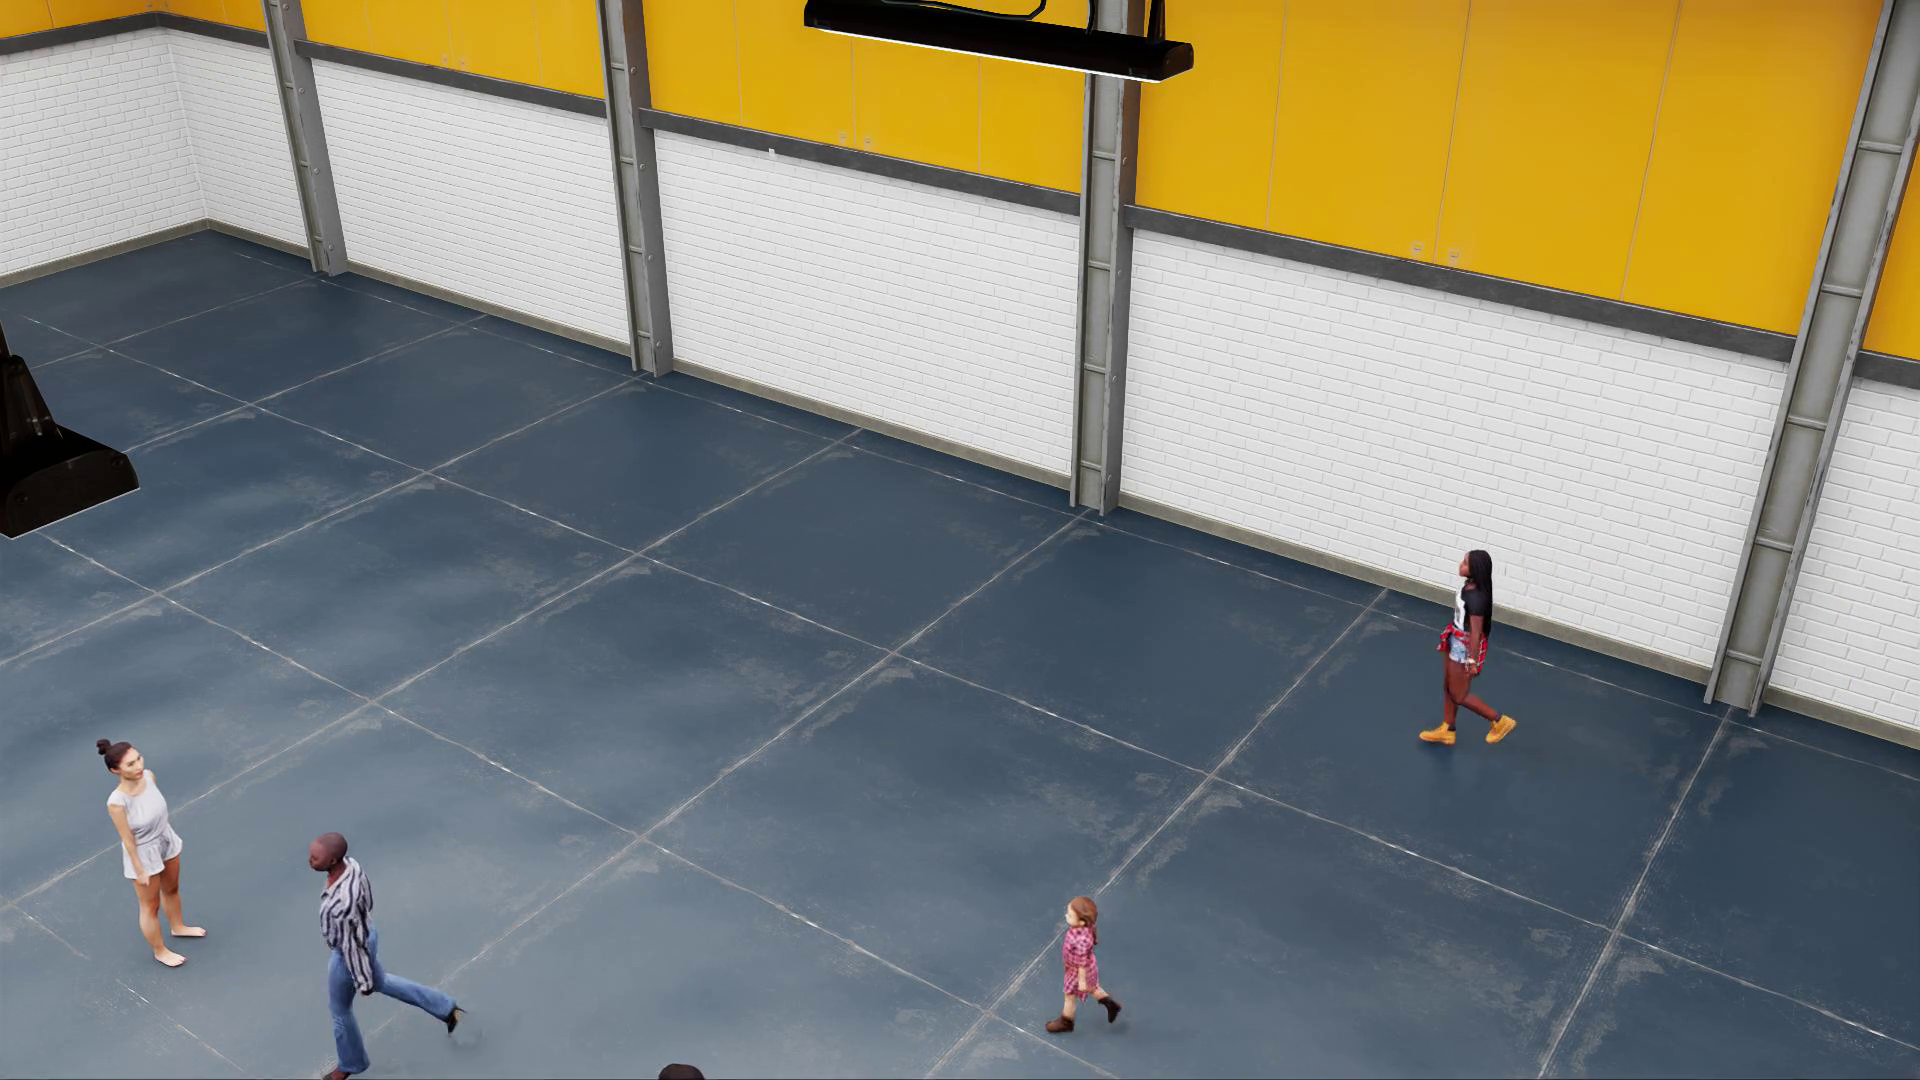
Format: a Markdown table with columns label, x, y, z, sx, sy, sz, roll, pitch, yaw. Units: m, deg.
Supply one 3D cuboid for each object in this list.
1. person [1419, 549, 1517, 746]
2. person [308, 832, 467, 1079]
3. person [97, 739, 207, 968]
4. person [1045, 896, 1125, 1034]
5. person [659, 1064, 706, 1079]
| label | x | y | z | sx | sy | sz | roll | pitch | yaw |
| --- | --- | --- | --- | --- | --- | --- | --- | --- | --- |
| person | 3.873 | 0.849 | 12.458 | 0.999 | 1.707 | 0.835 | 4 | 29 | 8 |
| person | -3.387 | 2.375 | 9.601 | 1.108 | 1.763 | 1.104 | -8 | 30 | -14 |
| person | -5.137 | 1.955 | 10.534 | 0.672 | 1.607 | 0.653 | 4 | 29 | 7 |
| person | 0.769 | 2.570 | 10.028 | 0.753 | 1.013 | 0.639 | 0 | 29 | 0 |
| person | -1.221 | 3.214 | 7.926 | 0.633 | 1.895 | 0.711 | 12 | 31 | 21 |
